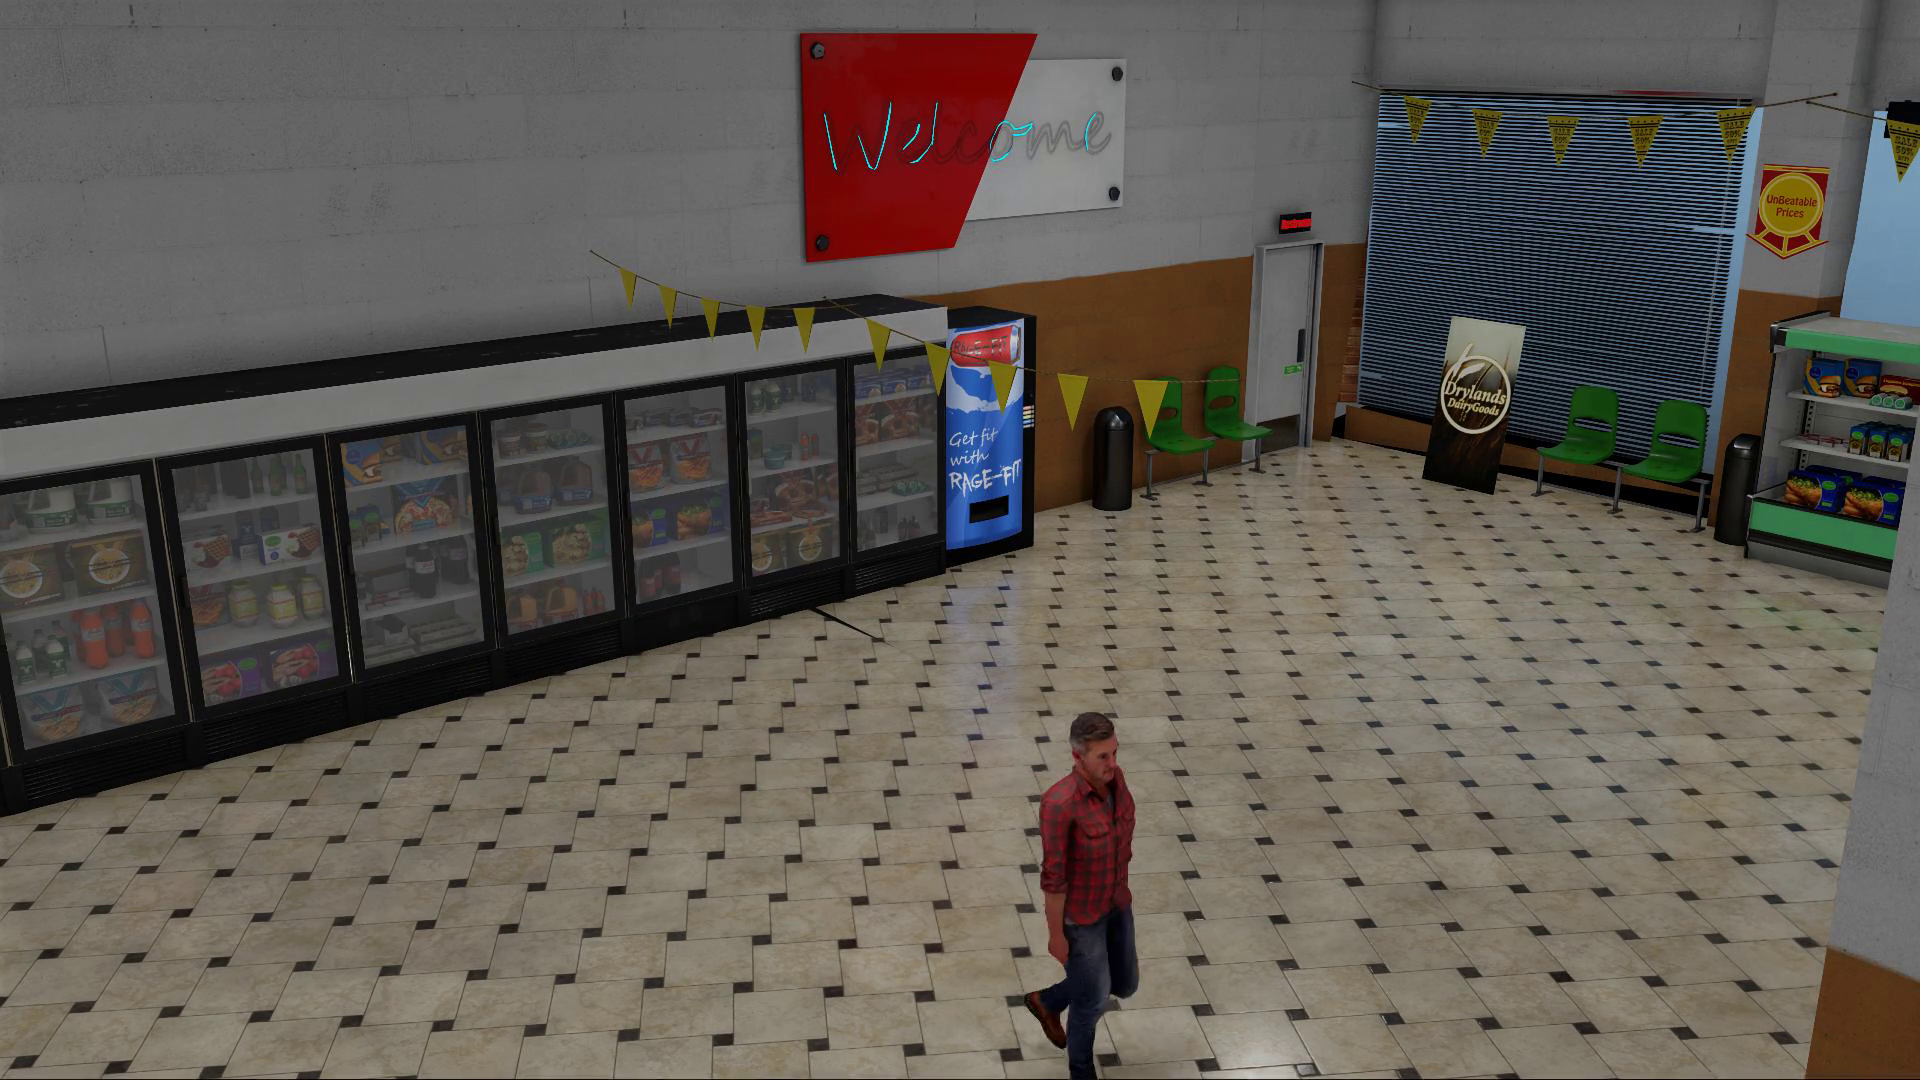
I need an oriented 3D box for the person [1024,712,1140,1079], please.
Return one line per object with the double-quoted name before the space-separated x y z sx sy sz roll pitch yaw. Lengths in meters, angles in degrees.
"person" 0.470 1.536 7.038 0.900 1.811 0.786 13 21 37
